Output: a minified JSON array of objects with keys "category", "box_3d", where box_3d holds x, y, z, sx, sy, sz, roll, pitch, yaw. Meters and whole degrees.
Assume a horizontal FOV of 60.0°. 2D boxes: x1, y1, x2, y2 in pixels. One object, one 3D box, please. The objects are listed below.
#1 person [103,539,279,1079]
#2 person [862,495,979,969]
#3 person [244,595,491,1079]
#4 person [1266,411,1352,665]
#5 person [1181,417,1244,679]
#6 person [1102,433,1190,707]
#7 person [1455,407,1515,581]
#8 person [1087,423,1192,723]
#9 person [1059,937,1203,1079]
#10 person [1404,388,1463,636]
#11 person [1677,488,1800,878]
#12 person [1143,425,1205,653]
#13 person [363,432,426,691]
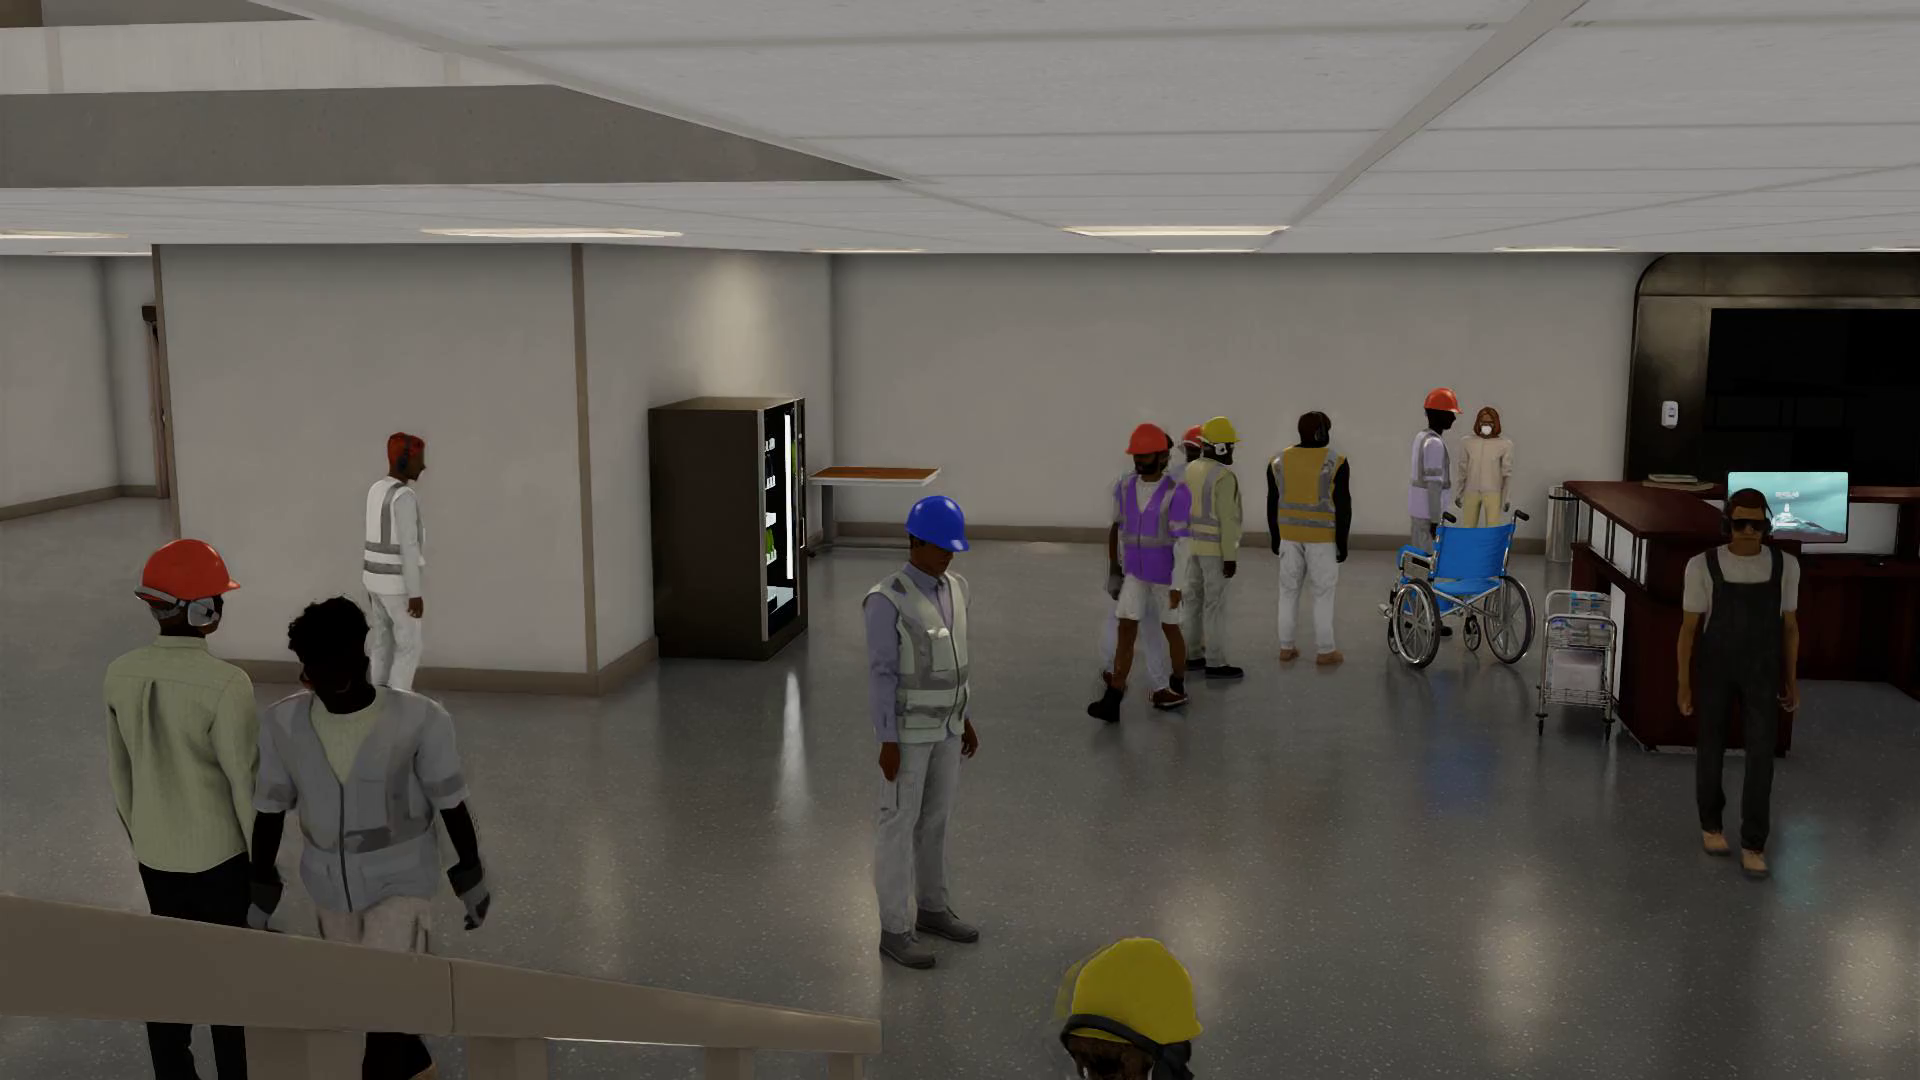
[{"category":"person","box_3d":[-2.460,0.986,5.405,0.608,1.995,0.377,4,10,21]},{"category":"person","box_3d":[-0.140,0.772,6.899,0.402,1.938,0.603,7,11,36]},{"category":"person","box_3d":[-1.880,1.070,5.220,0.692,1.895,1.061,1,9,5]},{"category":"person","box_3d":[2.534,-0.014,12.060,0.624,1.841,0.430,6,11,33]},{"category":"person","box_3d":[1.776,0.051,11.670,0.404,1.832,0.592,-4,10,-22]},{"category":"person","box_3d":[1.190,0.180,10.945,0.569,1.806,0.960,-5,11,-30]},{"category":"person","box_3d":[4.748,-0.395,15.073,0.504,1.627,0.285,5,11,30]},{"category":"person","box_3d":[1.177,0.208,10.530,0.565,1.882,0.975,7,12,38]},{"category":"person","box_3d":[0.315,1.529,2.877,0.648,1.734,0.521,-7,12,-37]},{"category":"person","box_3d":[3.709,-0.224,13.051,0.375,1.934,0.547,1,9,6]},{"category":"person","box_3d":[3.688,0.668,7.860,0.564,1.824,0.749,2,10,14]},{"category":"person","box_3d":[1.644,0.022,12.200,0.563,1.728,0.694,7,11,37]},{"category":"person","box_3d":[-3.441,0.277,10.166,0.394,1.871,0.633,-7,12,-38]}]
